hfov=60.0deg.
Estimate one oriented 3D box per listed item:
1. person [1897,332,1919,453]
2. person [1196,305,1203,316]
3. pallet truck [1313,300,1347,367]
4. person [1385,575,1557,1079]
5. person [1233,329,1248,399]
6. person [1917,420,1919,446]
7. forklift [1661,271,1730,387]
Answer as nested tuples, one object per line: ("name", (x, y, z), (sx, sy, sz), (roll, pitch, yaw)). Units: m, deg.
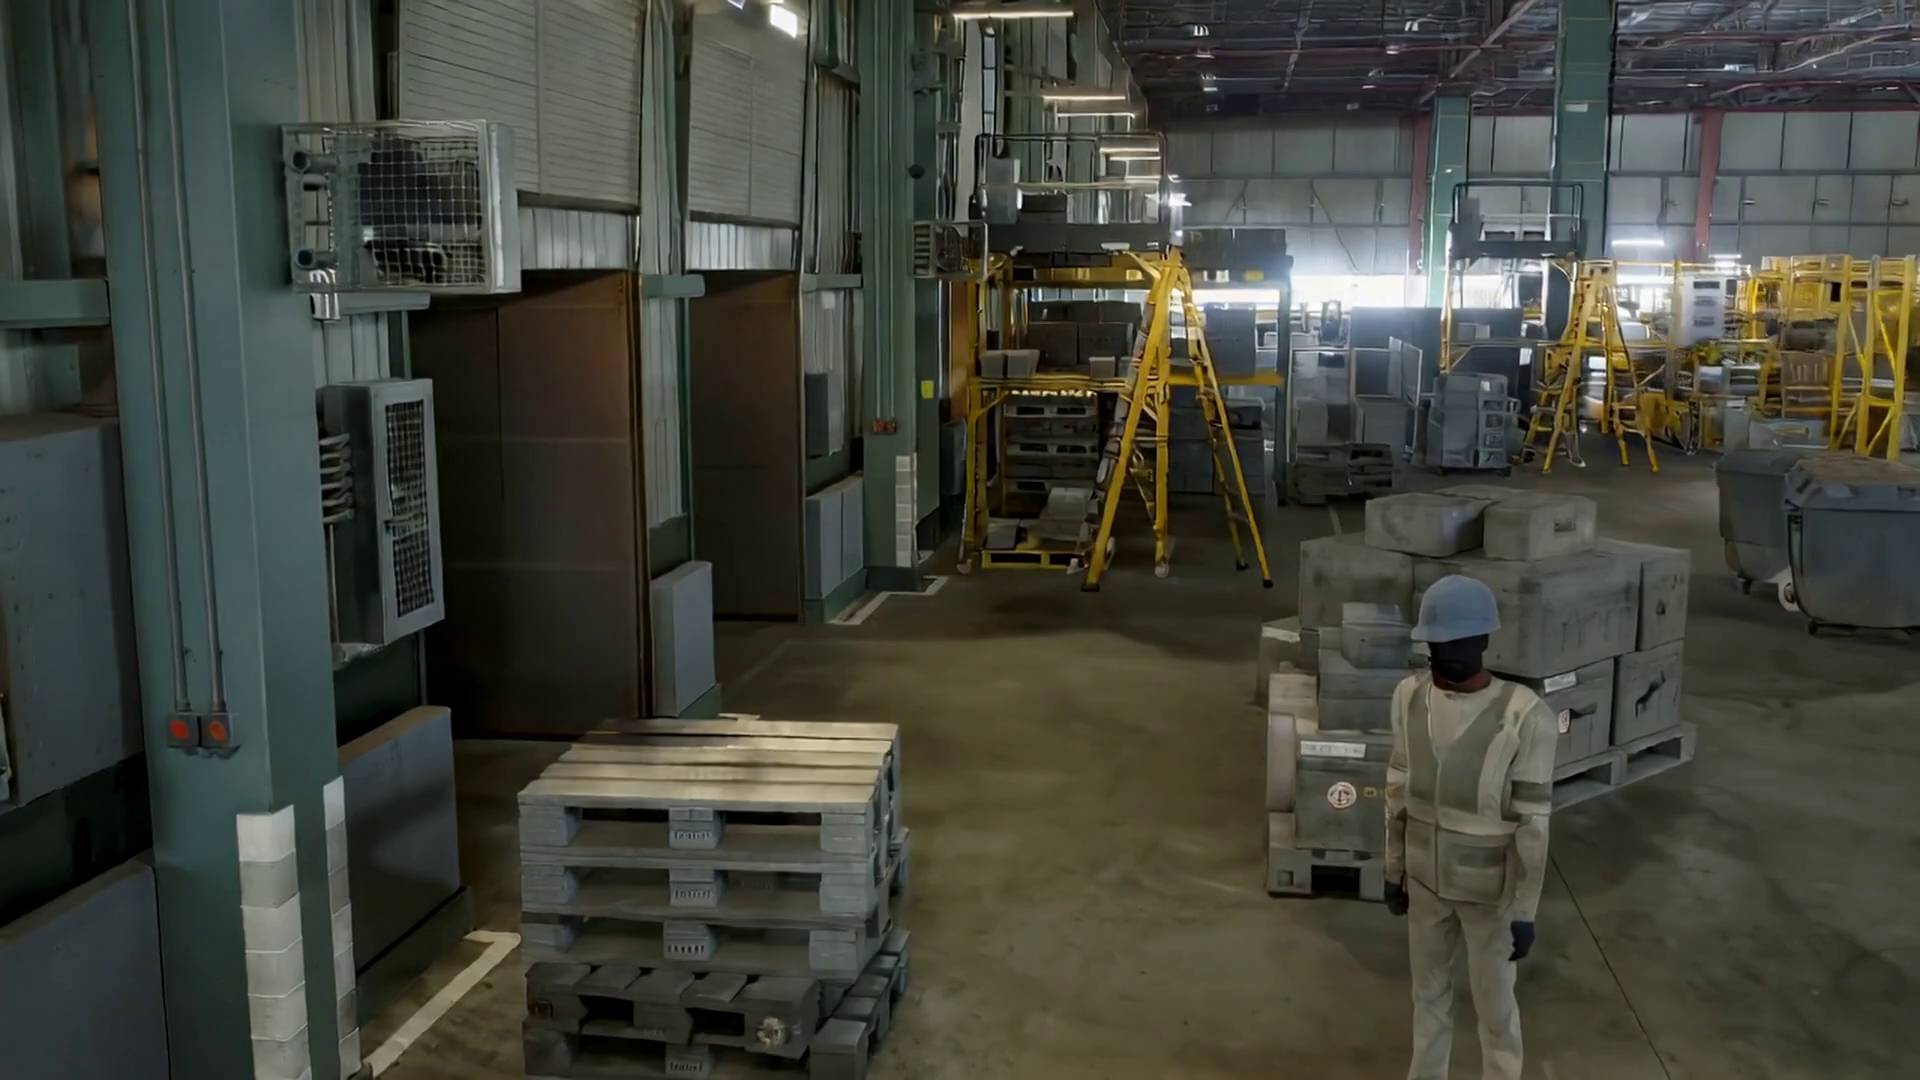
("person", (15.011, -2.317, 25.959), (0.351, 1.936, 0.634), (-4, 10, -24))
("person", (6.334, -5.293, 44.357), (0.544, 1.928, 0.393), (-7, 12, -39))
("pallet truck", (11.159, -6.200, 49.718), (0.823, 1.965, 1.885), (4, 10, 26))
("person", (1.564, 1.054, 5.228), (0.393, 1.921, 0.585), (-7, 12, -38))
("person", (5.867, -3.585, 34.723), (0.313, 1.631, 0.517), (-4, 10, -22))
("person", (15.752, -2.359, 26.834), (0.485, 1.737, 0.320), (-4, 10, -22))
("forklift", (17.529, -4.940, 39.234), (1.129, 2.768, 1.873), (1, 9, 5))
